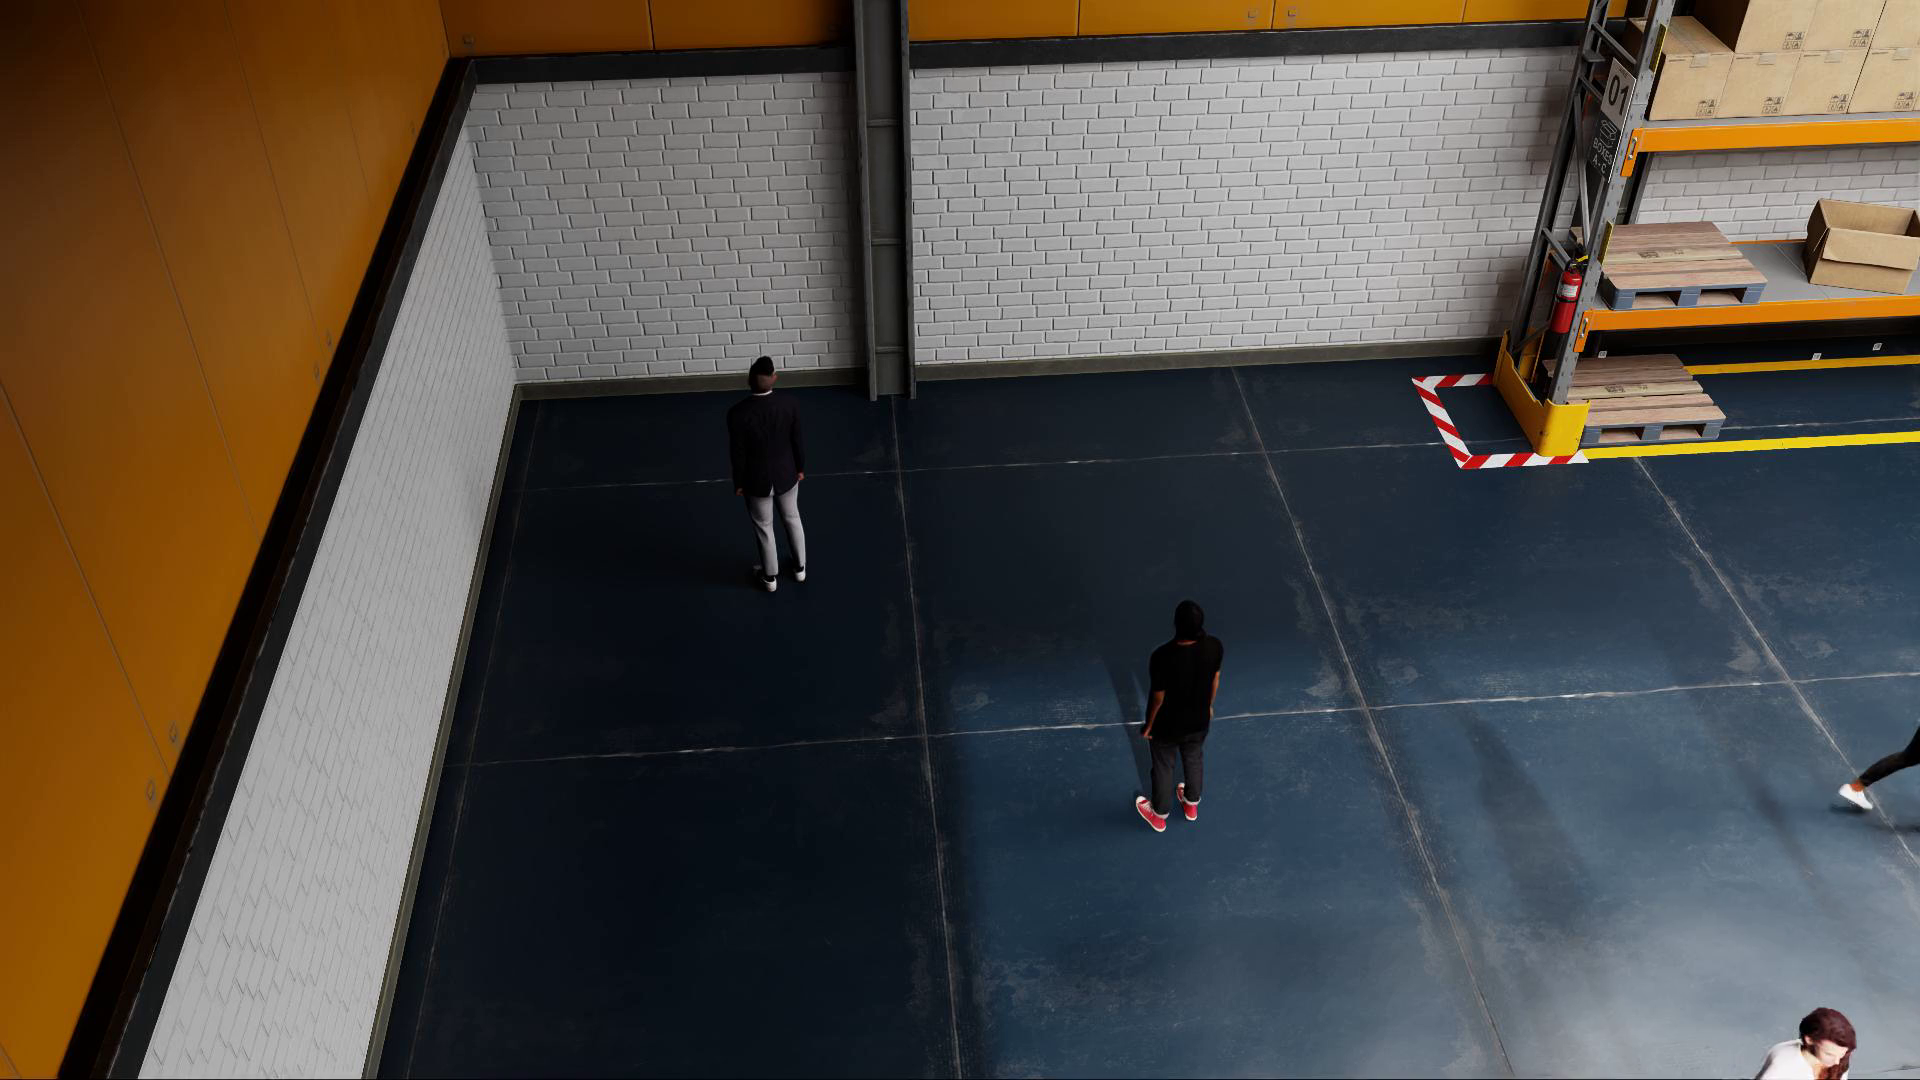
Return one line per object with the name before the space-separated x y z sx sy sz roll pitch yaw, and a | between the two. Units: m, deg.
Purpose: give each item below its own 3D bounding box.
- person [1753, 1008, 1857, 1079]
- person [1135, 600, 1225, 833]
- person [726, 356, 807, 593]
person | 3.766 2.706 7.924 1.018 1.759 0.866 -14 41 -17
person | 1.323 1.054 9.993 0.603 1.758 0.752 -13 40 -16
person | -1.343 -0.482 11.763 0.660 1.948 0.832 -15 41 -18
